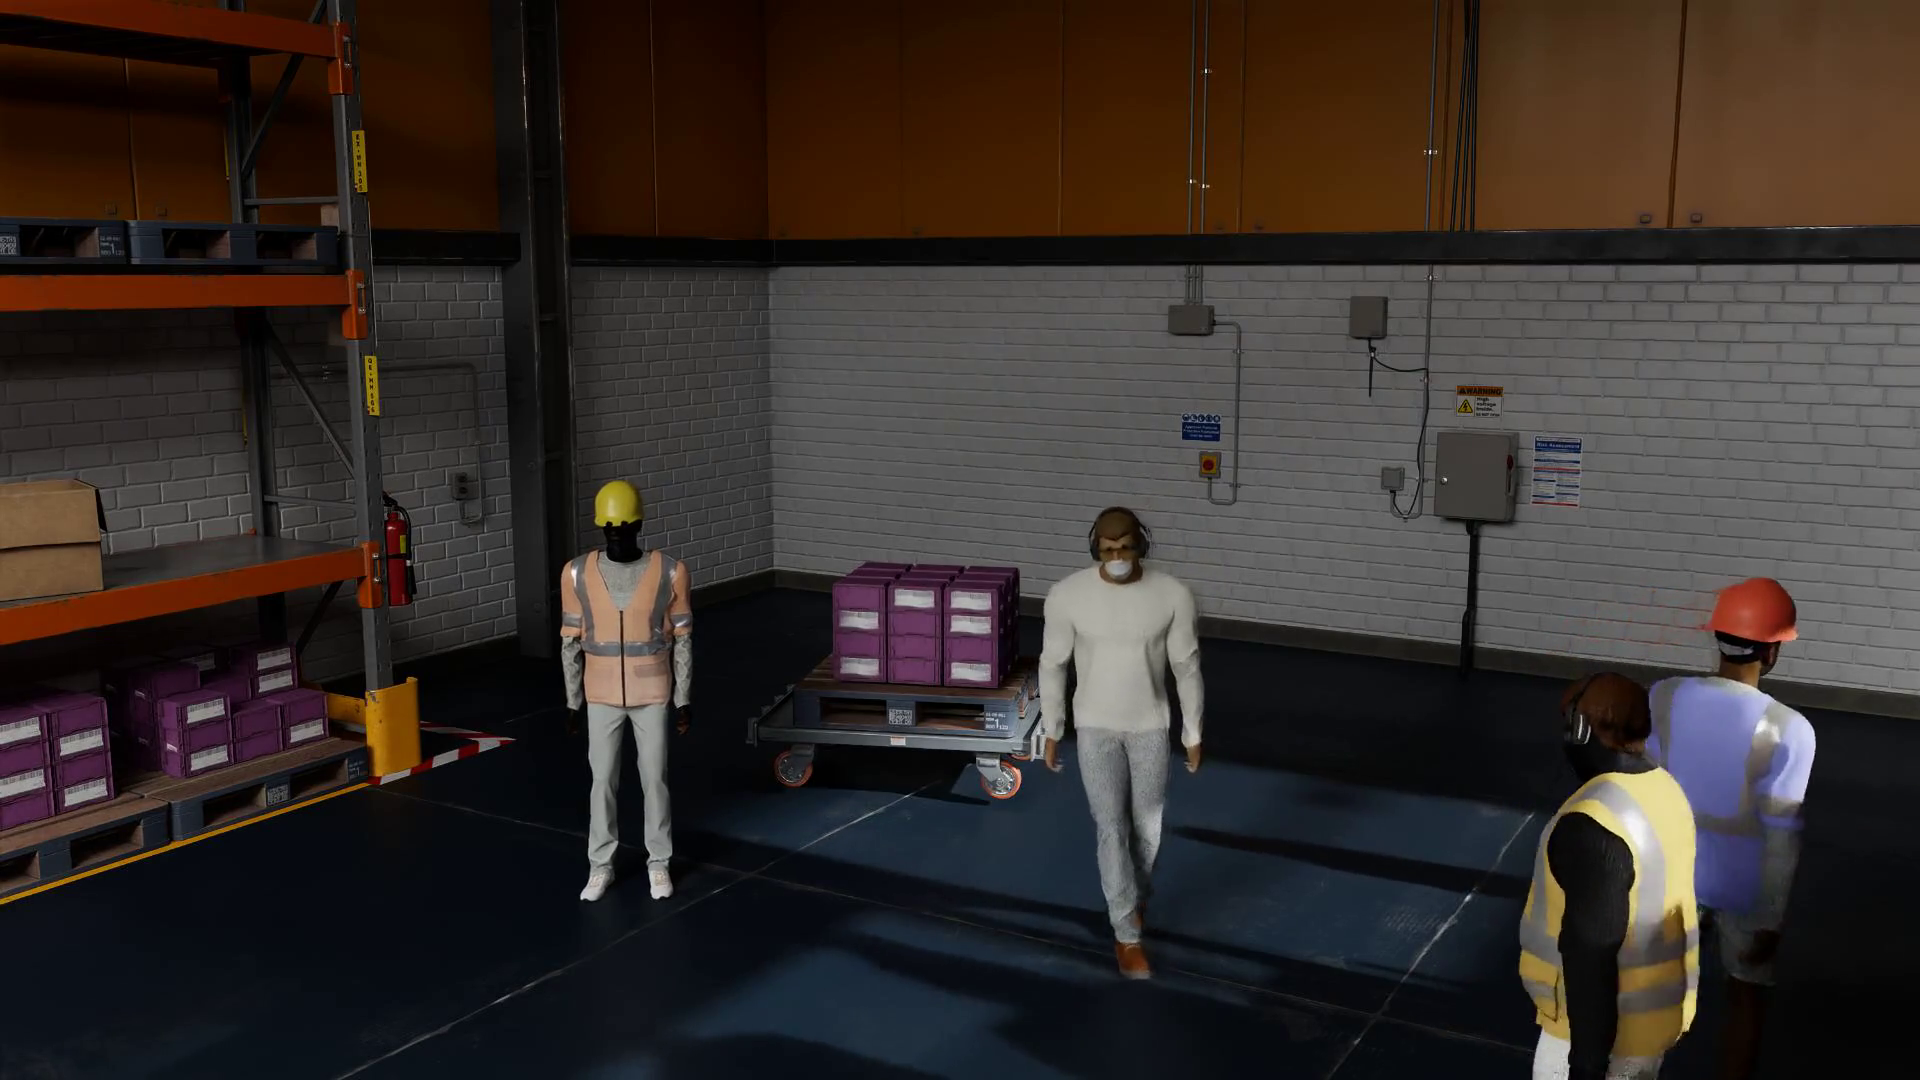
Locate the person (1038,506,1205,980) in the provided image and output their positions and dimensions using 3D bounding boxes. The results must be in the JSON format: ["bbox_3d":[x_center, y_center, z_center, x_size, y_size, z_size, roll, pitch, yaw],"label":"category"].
[{"bbox_3d":[0.666,0.802,6.859,0.696,1.896,0.669,0,9,3],"label":"person"}]

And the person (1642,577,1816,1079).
[{"bbox_3d":[2.328,1.065,5.193,0.784,1.914,0.546,-8,12,-40],"label":"person"}]

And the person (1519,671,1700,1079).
[{"bbox_3d":[1.691,1.251,4.372,0.439,1.803,0.667,7,12,38],"label":"person"}]

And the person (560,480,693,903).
[{"bbox_3d":[-1.496,0.685,7.502,0.590,1.926,0.388,-1,9,-4],"label":"person"}]
